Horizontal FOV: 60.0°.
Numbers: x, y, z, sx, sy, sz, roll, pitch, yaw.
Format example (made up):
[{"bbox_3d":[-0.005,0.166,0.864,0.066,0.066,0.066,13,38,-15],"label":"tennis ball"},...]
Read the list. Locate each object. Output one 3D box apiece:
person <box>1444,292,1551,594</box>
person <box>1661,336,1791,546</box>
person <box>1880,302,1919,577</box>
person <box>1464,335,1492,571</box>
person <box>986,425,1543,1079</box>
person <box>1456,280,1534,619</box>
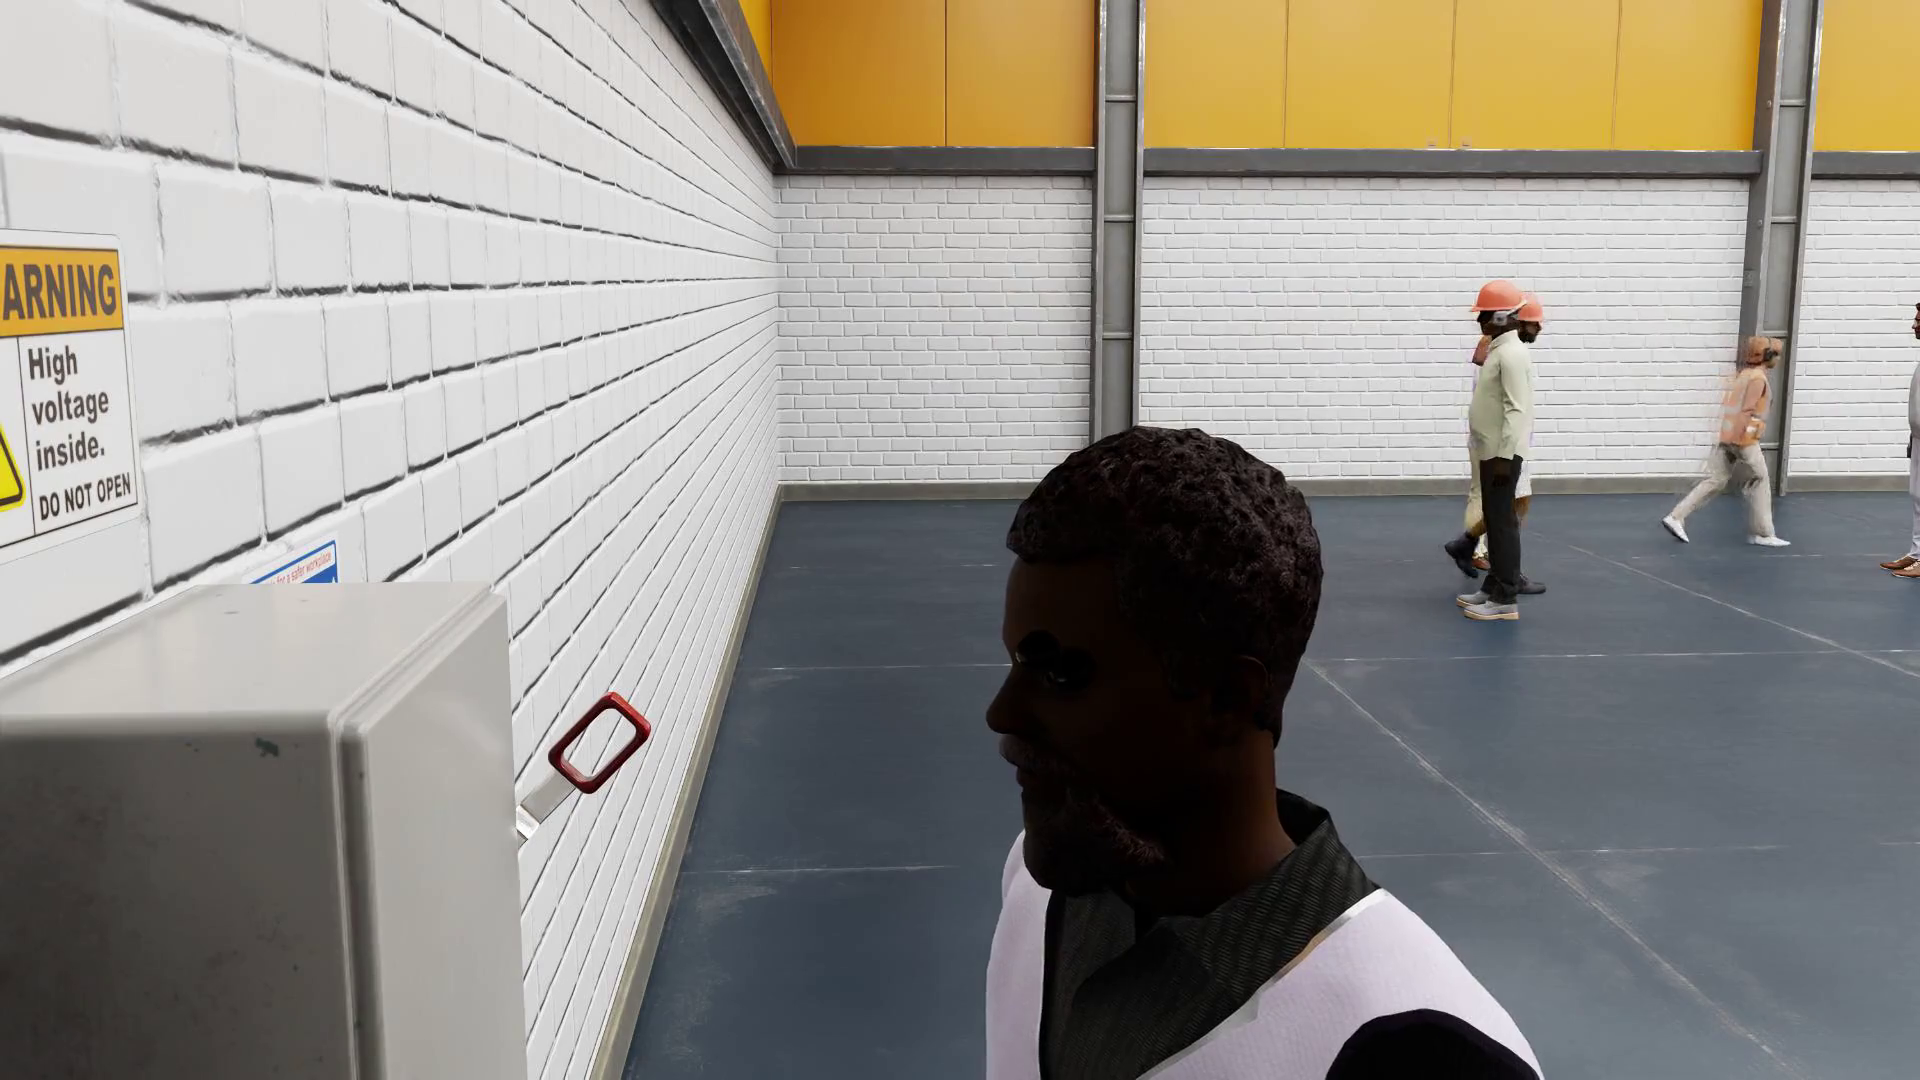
[{"bbox_3d":[3.449,-0.609,10.562,0.535,1.920,0.571,2,9,11],"label":"person"},{"bbox_3d":[5.766,-0.740,12.464,0.863,1.585,0.522,2,9,10],"label":"person"},{"bbox_3d":[6.465,-0.676,11.152,0.316,1.865,0.532,3,9,16],"label":"person"},{"bbox_3d":[3.647,-0.612,11.469,0.280,1.636,0.500,4,10,26],"label":"person"},{"bbox_3d":[0.195,0.865,1.309,0.372,1.916,0.597,-4,10,-24],"label":"person"},{"bbox_3d":[3.166,-0.528,9.821,0.389,1.990,0.625,2,9,11],"label":"person"}]
